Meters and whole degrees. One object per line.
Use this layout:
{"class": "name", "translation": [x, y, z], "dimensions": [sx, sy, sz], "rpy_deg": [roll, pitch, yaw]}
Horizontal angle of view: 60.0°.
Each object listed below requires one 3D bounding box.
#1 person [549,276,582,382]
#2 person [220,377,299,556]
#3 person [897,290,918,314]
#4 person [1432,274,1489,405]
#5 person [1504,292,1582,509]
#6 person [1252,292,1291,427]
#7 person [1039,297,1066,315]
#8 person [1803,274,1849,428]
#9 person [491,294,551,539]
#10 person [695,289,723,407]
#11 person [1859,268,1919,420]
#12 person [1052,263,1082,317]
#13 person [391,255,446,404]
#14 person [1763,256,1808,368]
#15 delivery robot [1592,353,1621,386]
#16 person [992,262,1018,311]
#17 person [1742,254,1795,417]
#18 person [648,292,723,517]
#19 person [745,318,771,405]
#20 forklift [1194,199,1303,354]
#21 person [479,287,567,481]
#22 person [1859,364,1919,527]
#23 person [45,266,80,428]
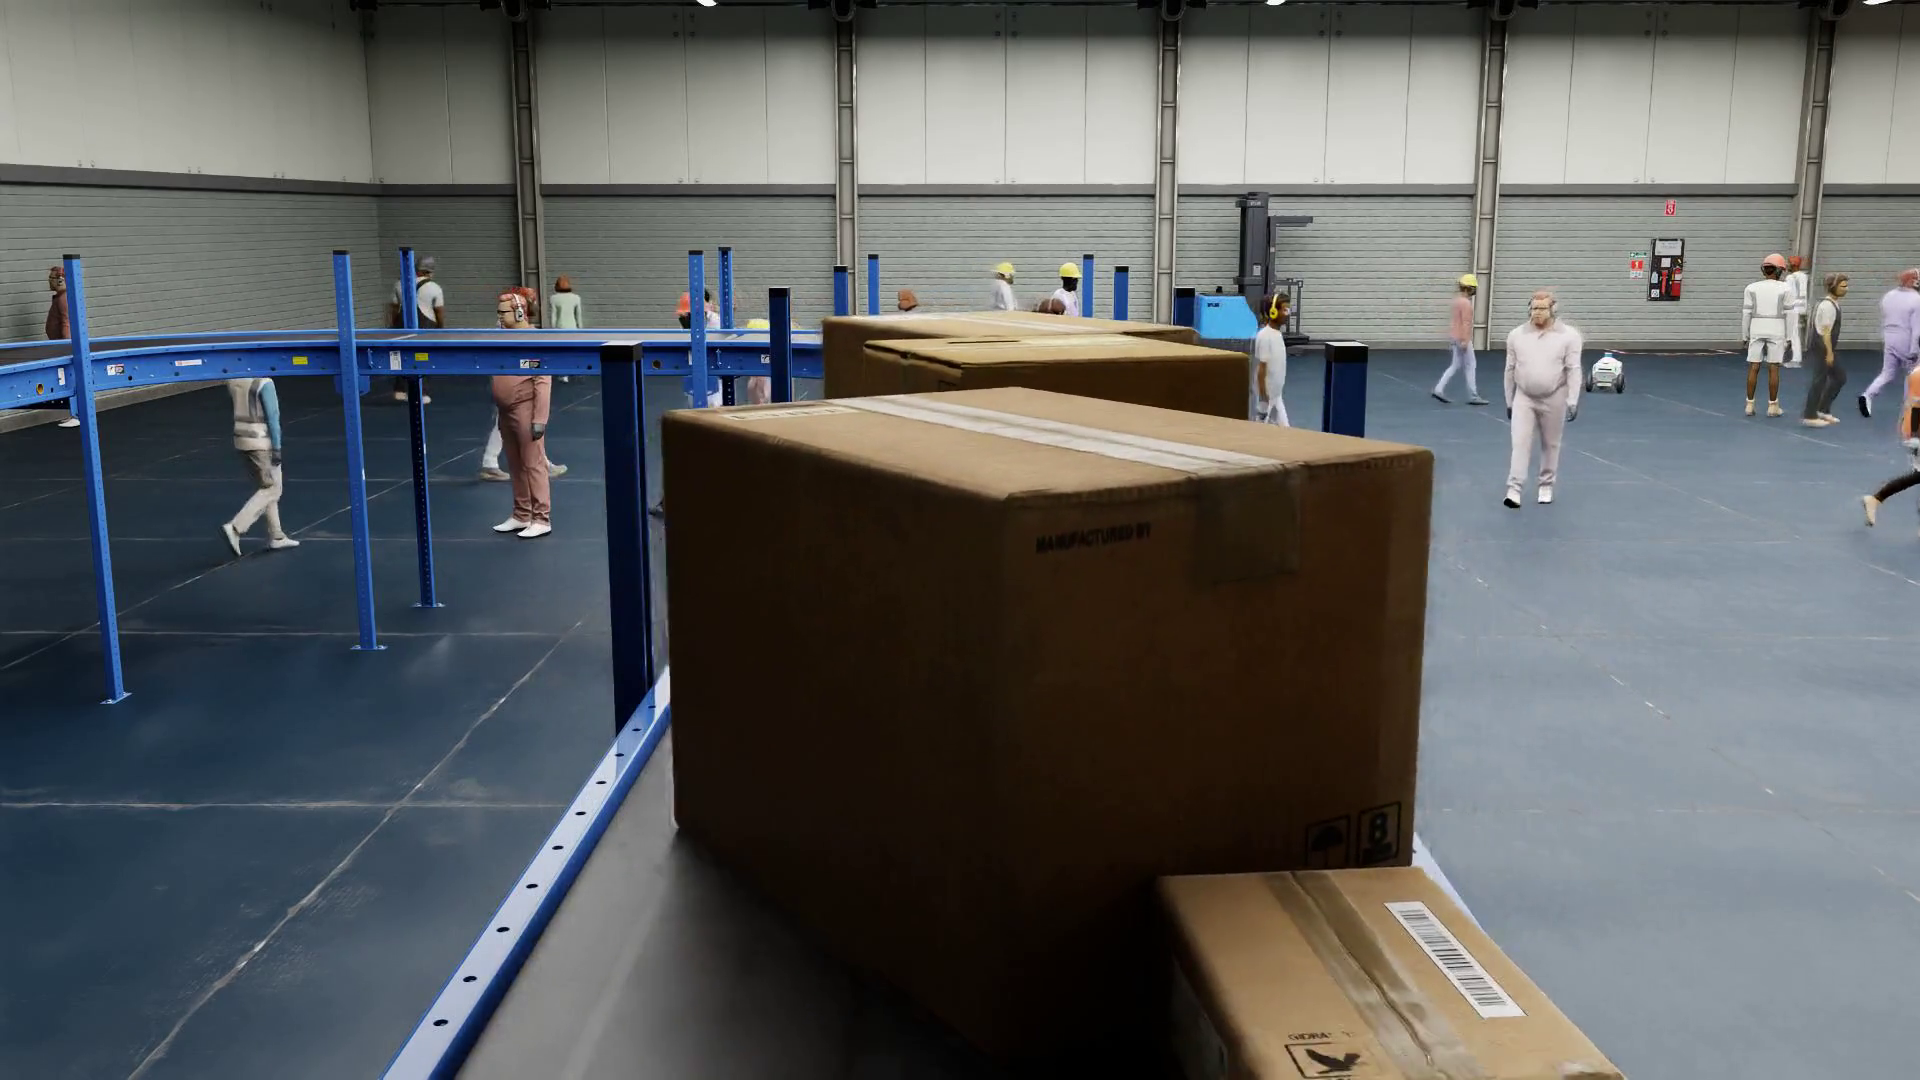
{"class": "person", "translation": [-5.982, -3.204, 25.282], "dimensions": [0.501, 1.618, 0.491], "rpy_deg": [-7, 13, -32]}
{"class": "person", "translation": [-5.238, -0.685, 12.334], "dimensions": [0.536, 1.621, 0.663], "rpy_deg": [8, 13, 35]}
{"class": "person", "translation": [-0.733, -2.266, 20.487], "dimensions": [0.777, 1.596, 0.507], "rpy_deg": [2, 11, 12]}
{"class": "person", "translation": [6.754, -2.700, 22.369], "dimensions": [0.725, 1.742, 0.539], "rpy_deg": [0, 11, 2]}
{"class": "person", "translation": [5.013, -1.204, 14.387], "dimensions": [0.655, 1.854, 0.985], "rpy_deg": [6, 12, 27]}
{"class": "person", "translation": [2.699, -1.291, 14.880], "dimensions": [0.858, 1.847, 0.532], "rpy_deg": [6, 13, 28]}
{"class": "person", "translation": [0.737, -1.283, 14.987], "dimensions": [1.014, 1.790, 0.624], "rpy_deg": [3, 11, 15]}
{"class": "person", "translation": [10.402, -2.252, 19.840], "dimensions": [0.537, 1.824, 0.553], "rpy_deg": [7, 13, 32]}
{"class": "person", "translation": [-3.477, -0.979, 13.101], "dimensions": [0.408, 1.906, 0.654], "rpy_deg": [-10, 15, -42]}
{"class": "person", "translation": [-3.026, -2.137, 19.627], "dimensions": [0.545, 1.689, 0.357], "rpy_deg": [10, 15, 42]}
{"class": "person", "translation": [11.608, -2.415, 20.557], "dimensions": [0.787, 1.881, 0.648], "rpy_deg": [-3, 12, -17]}
{"class": "person", "translation": [1.348, -2.536, 21.048], "dimensions": [0.387, 1.927, 0.589], "rpy_deg": [5, 12, 23]}
{"class": "person", "translation": [-7.280, -2.852, 22.491], "dimensions": [0.731, 2.000, 0.549], "rpy_deg": [2, 11, 11]}
{"class": "person", "translation": [13.855, -3.837, 27.941], "dimensions": [0.606, 1.847, 0.856], "rpy_deg": [-9, 14, -38]}
{"class": "delivery robot", "translation": [9.387, -2.472, 24.129], "dimensions": [0.477, 0.478, 0.707], "rpy_deg": [5, 12, 25]}
{"class": "person", "translation": [0.673, -3.509, 26.424], "dimensions": [0.931, 1.791, 0.591], "rpy_deg": [-1, 11, -3]}
{"class": "person", "translation": [10.228, -2.593, 21.066], "dimensions": [0.605, 2.035, 0.392], "rpy_deg": [9, 14, 38]}
{"class": "person", "translation": [-2.145, -1.147, 14.053], "dimensions": [1.006, 1.892, 0.554], "rpy_deg": [-8, 14, -36]}
{"class": "person", "translation": [-1.429, -0.836, 12.798], "dimensions": [0.801, 1.741, 0.523], "rpy_deg": [-2, 11, -10]}
{"class": "forklift", "translation": [5.313, -4.851, 30.603], "dimensions": [1.873, 2.768, 1.129], "rpy_deg": [0, 11, 1]}
{"class": "person", "translation": [-4.194, -1.485, 15.862], "dimensions": [0.924, 1.833, 0.602], "rpy_deg": [-3, 11, -13]}
{"class": "person", "translation": [7.471, -0.837, 12.986], "dimensions": [0.537, 1.675, 0.722], "rpy_deg": [-11, 15, -43]}
{"class": "person", "translation": [-10.727, -2.317, 19.967], "dimensions": [0.407, 1.913, 0.641], "rpy_deg": [-5, 12, -23]}
